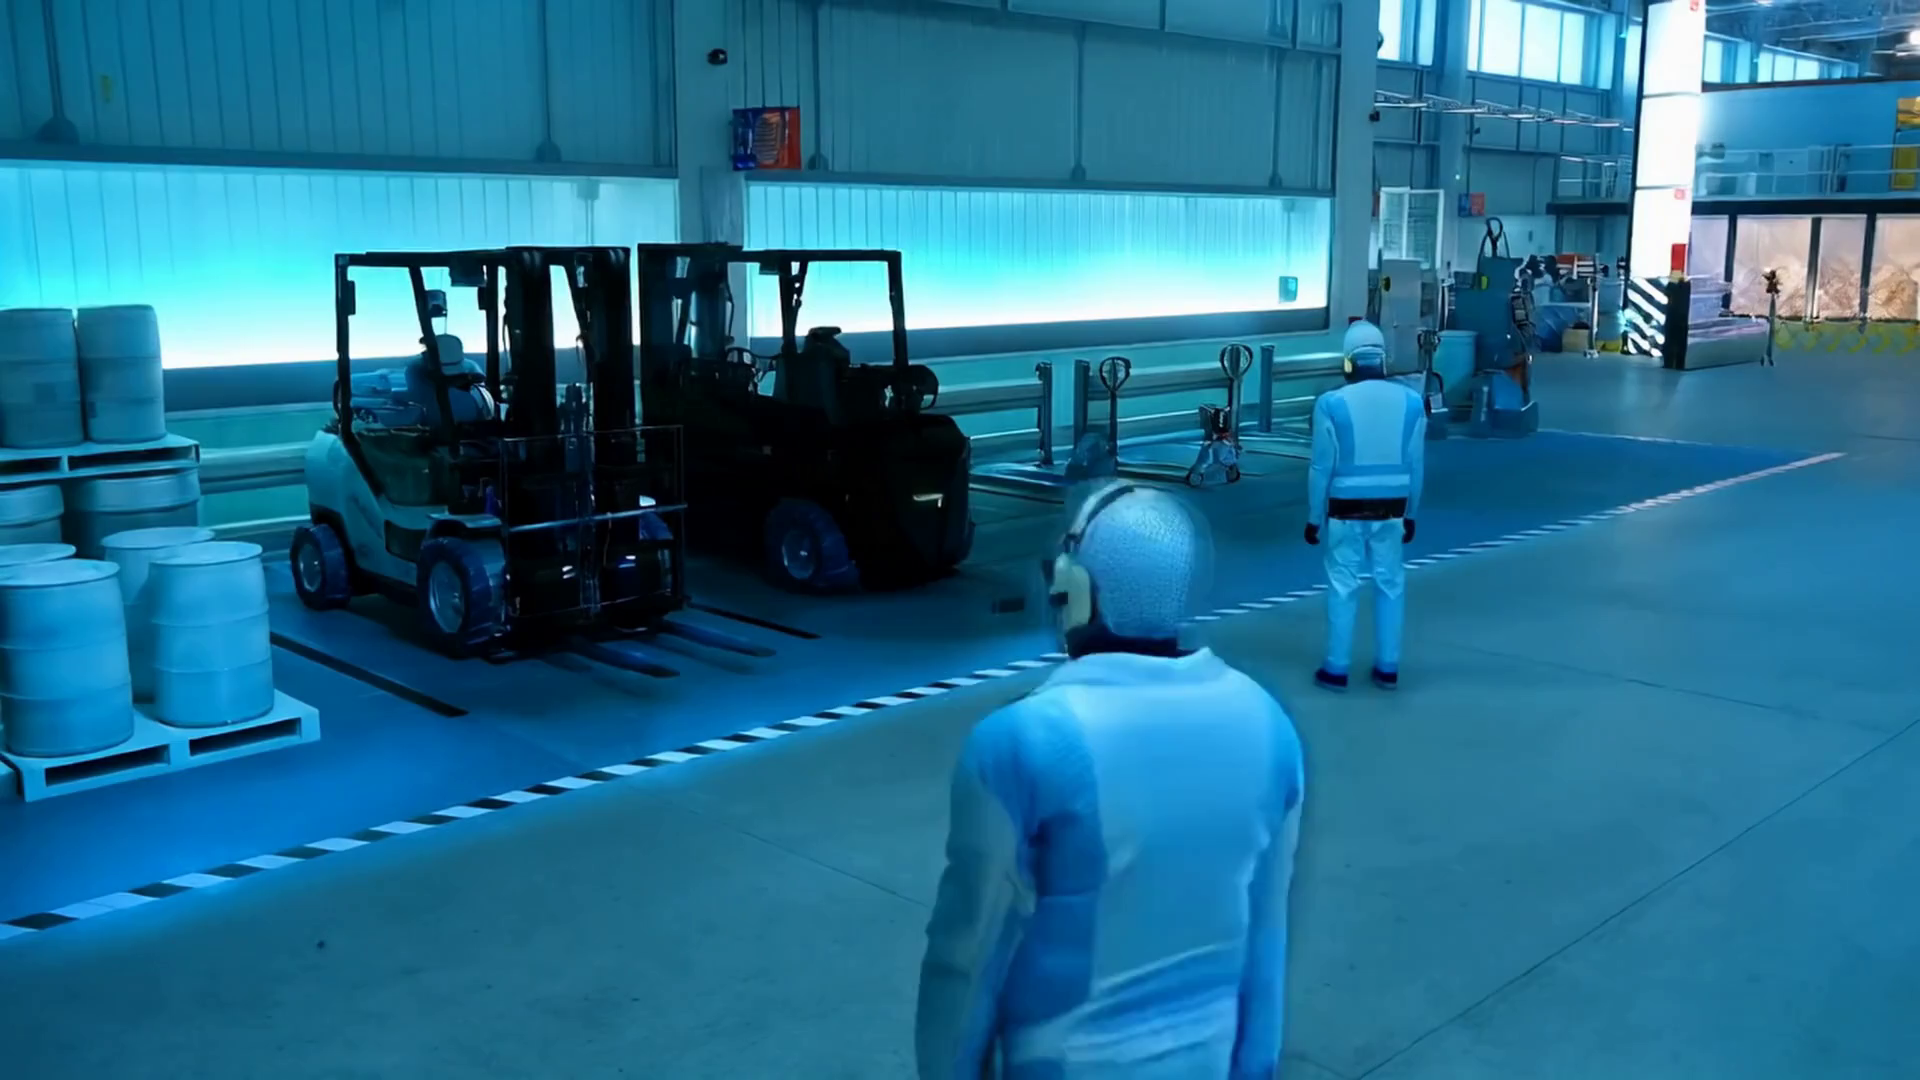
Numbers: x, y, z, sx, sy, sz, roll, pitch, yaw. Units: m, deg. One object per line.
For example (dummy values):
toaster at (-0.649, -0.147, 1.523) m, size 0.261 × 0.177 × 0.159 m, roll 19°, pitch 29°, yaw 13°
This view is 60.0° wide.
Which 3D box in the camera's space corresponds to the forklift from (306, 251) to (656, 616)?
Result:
forklift at (-2.833, -0.669, 9.694) m, size 1.157 × 1.987 × 2.680 m, roll -10°, pitch 14°, yaw -44°

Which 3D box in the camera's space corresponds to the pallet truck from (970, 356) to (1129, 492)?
pallet truck at (0.784, -1.085, 14.876) m, size 0.680 × 1.201 × 1.601 m, roll -10°, pitch 14°, yaw -44°

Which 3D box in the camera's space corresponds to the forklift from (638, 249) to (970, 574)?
forklift at (-1.173, -0.958, 11.239) m, size 2.680 × 1.987 × 1.157 m, roll 10°, pitch 14°, yaw 43°

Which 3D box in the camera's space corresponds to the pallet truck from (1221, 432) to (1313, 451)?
pallet truck at (3.563, -1.581, 17.381) m, size 0.653 × 1.274 × 1.630 m, roll -10°, pitch 14°, yaw -44°

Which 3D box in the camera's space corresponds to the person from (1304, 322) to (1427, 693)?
person at (1.976, -0.152, 8.173) m, size 0.586 × 1.822 × 0.404 m, roll -1°, pitch 10°, yaw -8°

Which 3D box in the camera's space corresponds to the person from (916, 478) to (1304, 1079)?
person at (0.264, 0.848, 2.573) m, size 0.647 × 1.884 × 0.836 m, roll -8°, pitch 13°, yaw -36°

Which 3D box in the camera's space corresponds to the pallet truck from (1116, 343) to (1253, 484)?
pallet truck at (1.962, -1.215, 15.415) m, size 1.522 × 1.261 × 0.704 m, roll 10°, pitch 14°, yaw 43°

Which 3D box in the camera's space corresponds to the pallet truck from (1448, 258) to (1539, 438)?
pallet truck at (5.704, -2.208, 18.901) m, size 1.885 × 1.965 × 0.823 m, roll 10°, pitch 14°, yaw 43°

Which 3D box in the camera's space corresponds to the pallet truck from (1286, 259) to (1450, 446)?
pallet truck at (4.493, -2.078, 18.196) m, size 0.823 × 1.965 × 1.885 m, roll -9°, pitch 14°, yaw -40°
